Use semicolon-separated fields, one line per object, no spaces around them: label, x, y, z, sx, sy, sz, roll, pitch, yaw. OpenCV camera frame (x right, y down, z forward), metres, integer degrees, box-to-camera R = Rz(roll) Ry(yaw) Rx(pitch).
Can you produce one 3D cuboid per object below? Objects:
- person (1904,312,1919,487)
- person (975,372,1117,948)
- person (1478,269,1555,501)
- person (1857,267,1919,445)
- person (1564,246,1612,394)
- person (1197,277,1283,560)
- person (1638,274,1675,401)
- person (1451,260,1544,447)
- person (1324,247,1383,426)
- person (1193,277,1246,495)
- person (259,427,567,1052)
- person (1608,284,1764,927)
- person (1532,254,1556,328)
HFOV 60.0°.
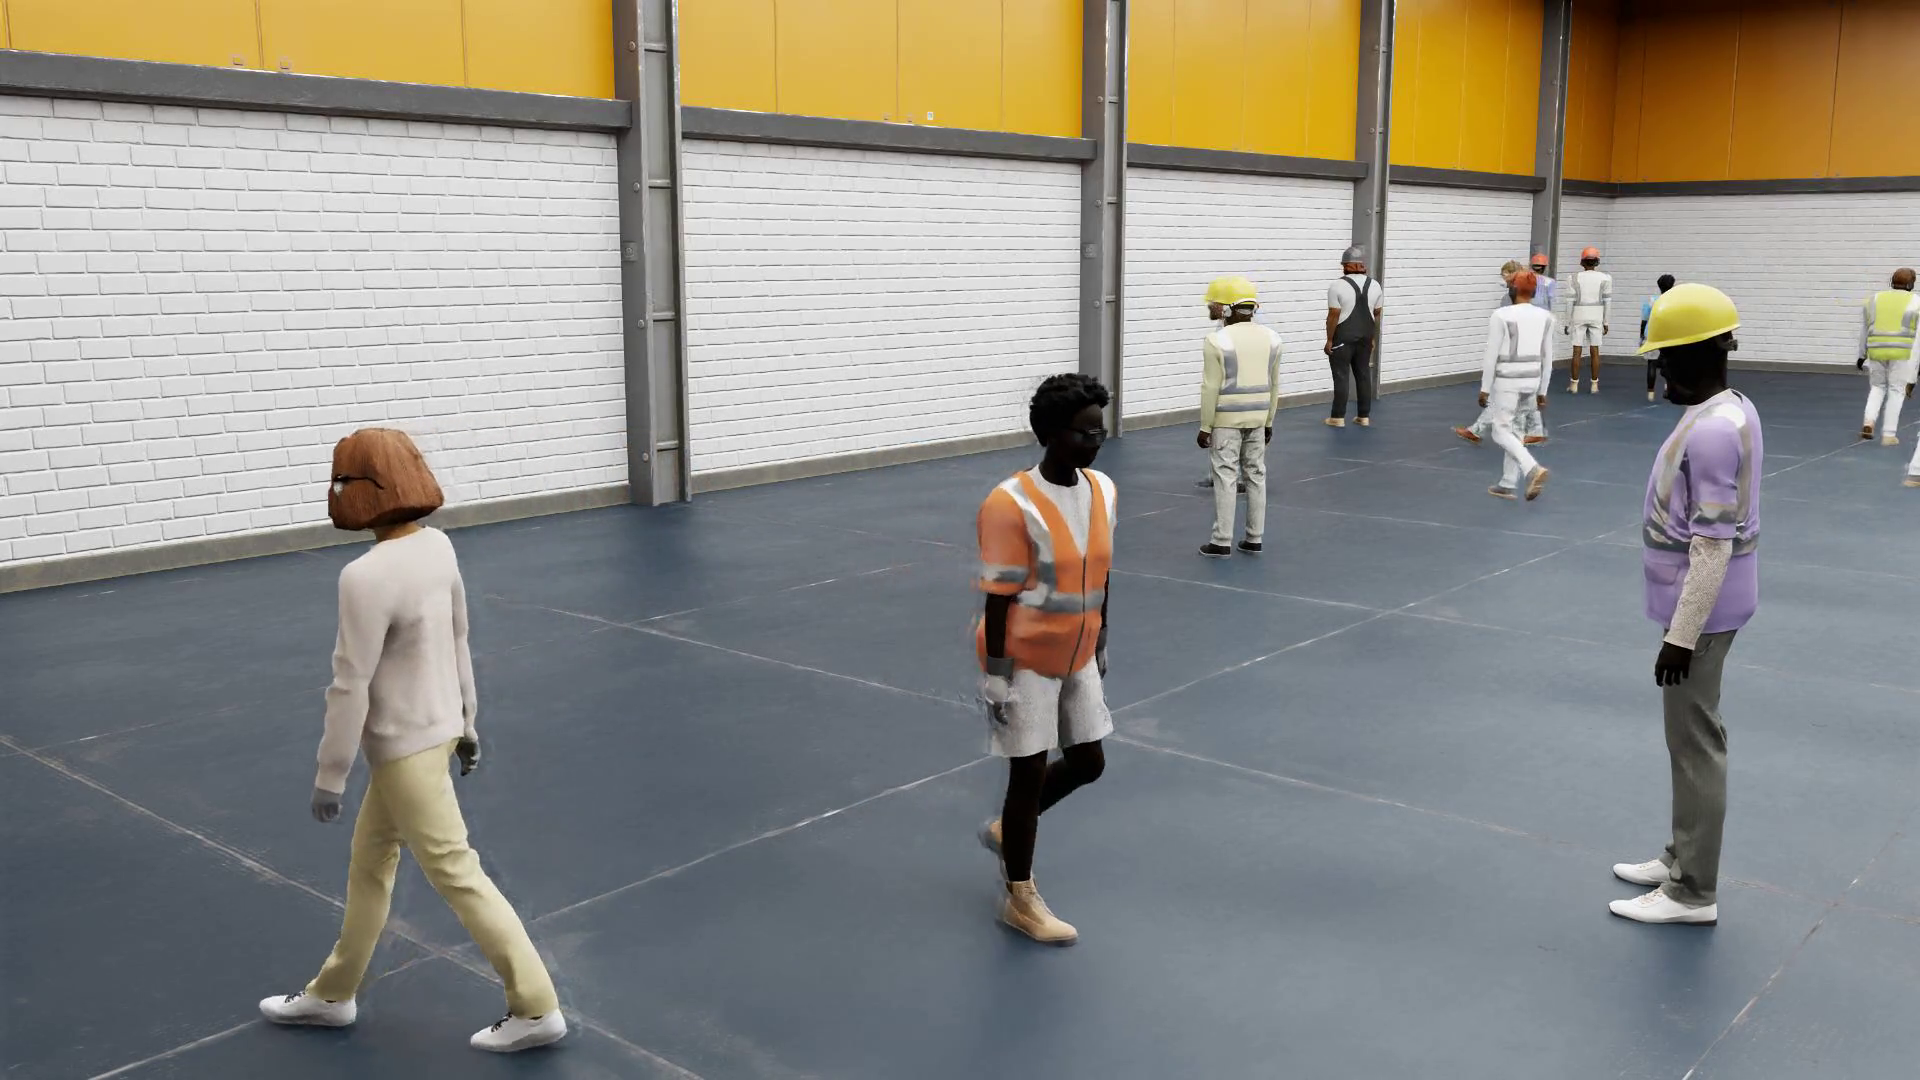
person;8.474;-1.370;14.157;0.983;1.832;0.605;-4;11;-20
person;0.225;0.335;4.887;0.561;1.678;0.445;-9;13;-42
person;4.467;-1.215;13.218;0.585;1.862;0.740;-4;11;-20
person;9.600;-1.882;17.106;0.452;1.827;0.657;-8;13;-39
person;8.730;-3.056;23.169;0.608;2.047;0.366;2;10;12
person;1.802;-0.787;10.851;0.590;1.833;0.404;-5;11;-26
person;9.265;-2.666;21.974;0.548;1.680;0.366;3;10;18
person;5.519;-1.879;16.901;1.012;1.884;0.659;1;10;4
person;4.429;-2.320;18.988;0.688;2.000;0.536;-4;11;-20
person;2.172;-1.230;13.527;0.620;1.785;0.599;0;10;1
person;-1.386;0.511;4.152;0.850;1.587;0.514;1;10;4
person;2.176;0.202;4.986;0.382;1.917;0.585;5;11;25
person;8.734;-3.363;25.223;0.552;1.935;0.374;5;11;26
